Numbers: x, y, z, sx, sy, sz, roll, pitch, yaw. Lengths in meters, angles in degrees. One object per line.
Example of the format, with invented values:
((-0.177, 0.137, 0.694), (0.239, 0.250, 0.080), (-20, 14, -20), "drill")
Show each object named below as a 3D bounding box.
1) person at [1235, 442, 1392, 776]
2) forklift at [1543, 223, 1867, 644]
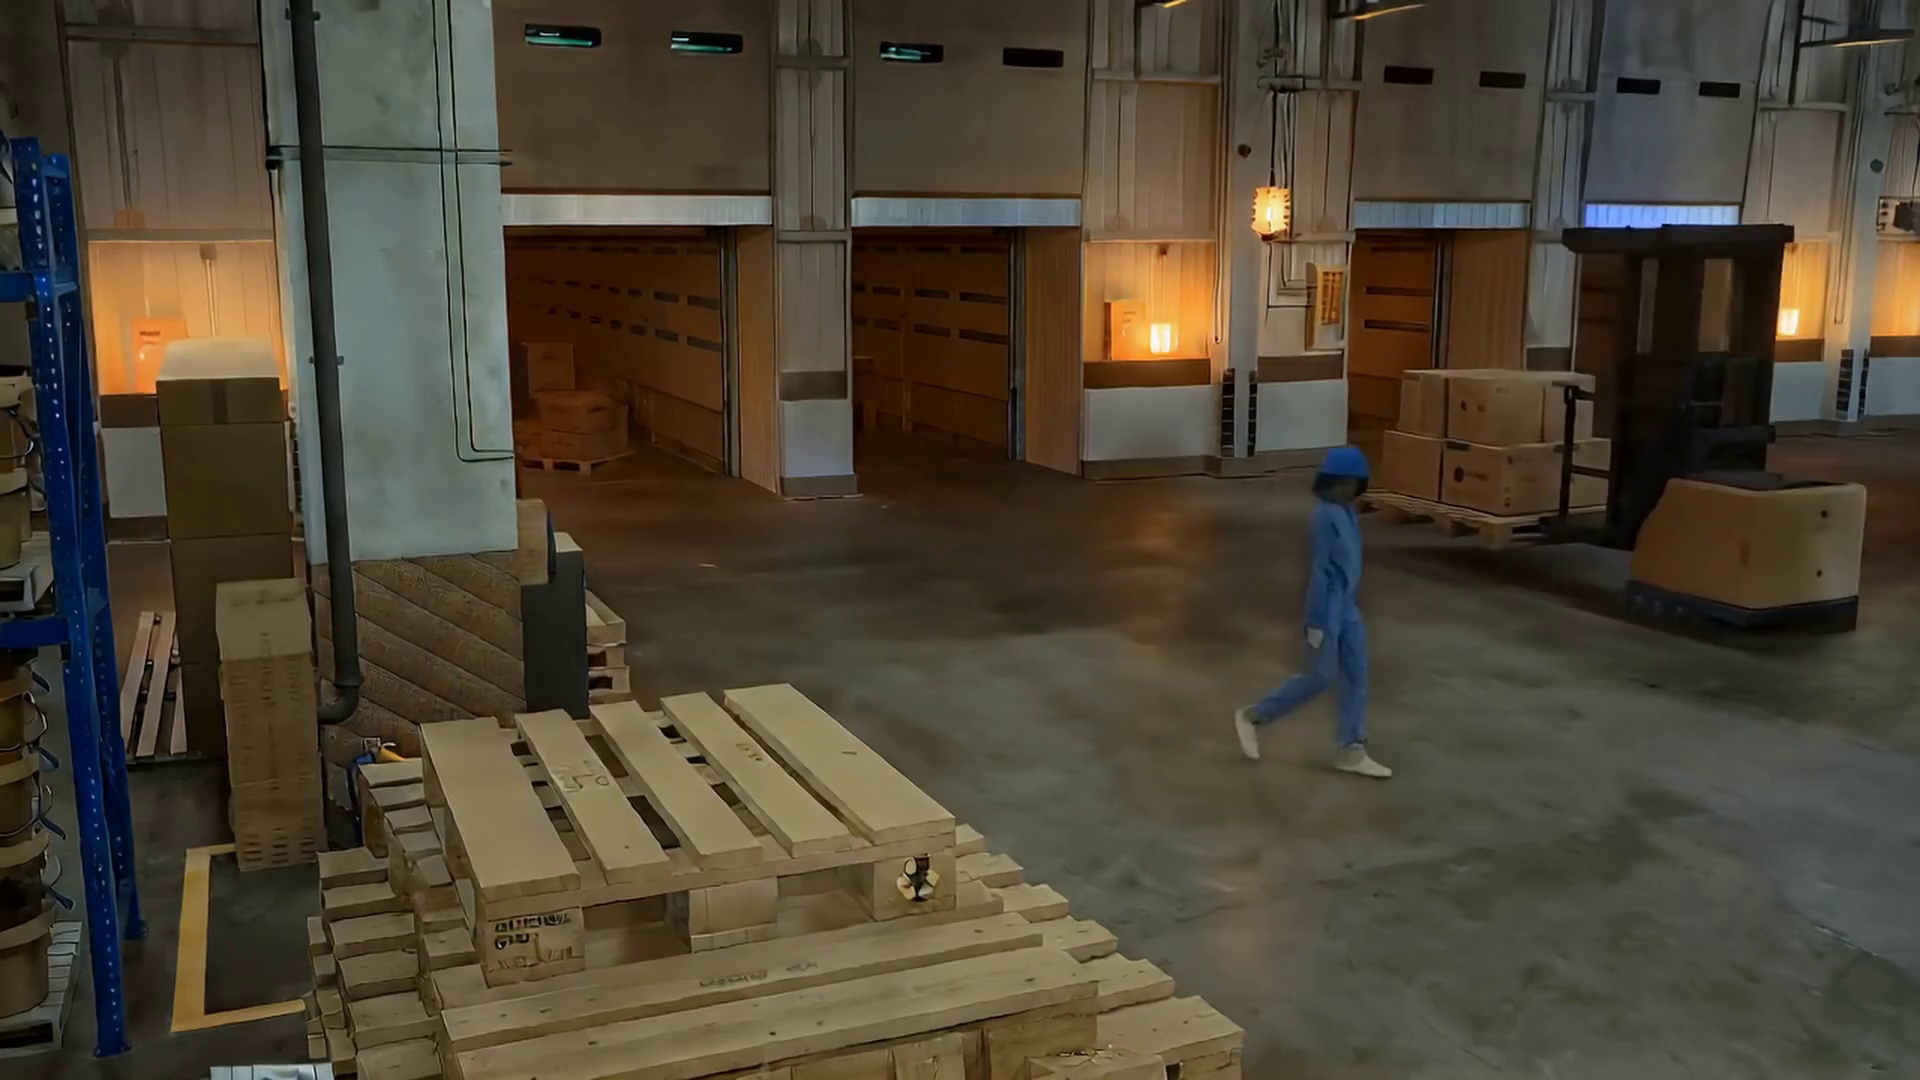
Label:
((1.829, 0.347, 8.487), (0.736, 1.722, 0.490), (6, 12, 31), "person")
((5.296, -0.822, 11.716), (1.129, 2.768, 1.873), (-4, 11, -23), "forklift")
